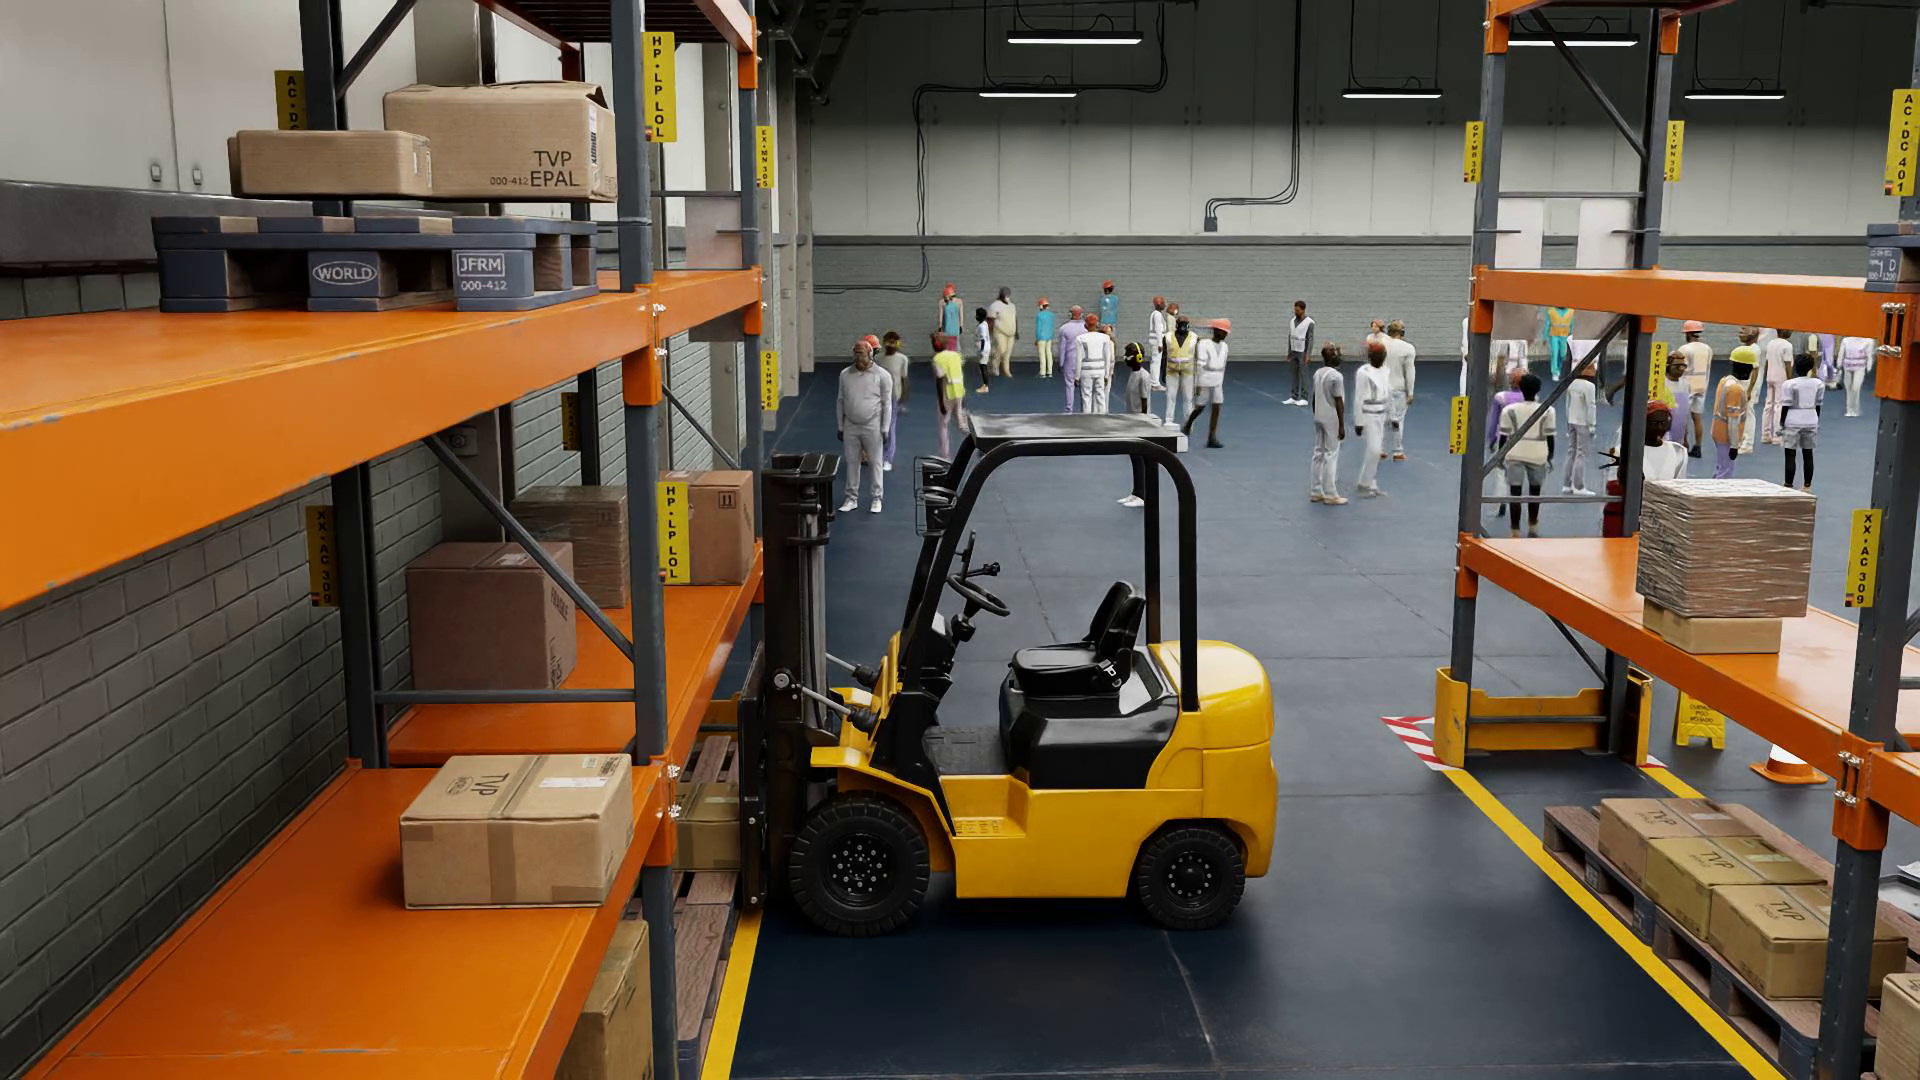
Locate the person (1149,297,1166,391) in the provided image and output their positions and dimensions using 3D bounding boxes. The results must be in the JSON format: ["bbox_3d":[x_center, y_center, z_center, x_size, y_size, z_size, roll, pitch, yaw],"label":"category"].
[{"bbox_3d":[3.995,-3.955,33.537,0.355,1.882,0.575,-1,10,-3],"label":"person"}]

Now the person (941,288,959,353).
[{"bbox_3d":[-0.230,-4.455,36.005,0.393,1.992,0.622,4,11,21],"label":"person"}]

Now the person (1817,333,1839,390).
[{"bbox_3d":[17.212,-3.850,33.153,0.571,1.809,0.552,7,13,36],"label":"person"}]

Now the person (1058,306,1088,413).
[{"bbox_3d":[1.958,-3.013,28.219,0.651,1.907,0.409,-3,11,-17],"label":"person"}]

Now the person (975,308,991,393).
[{"bbox_3d":[0.447,-3.754,32.961,0.320,1.693,0.537,0,10,2],"label":"person"}]

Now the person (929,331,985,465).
[{"bbox_3d":[-0.058,-1.862,22.096,0.758,1.810,0.600,7,12,34],"label":"person"}]

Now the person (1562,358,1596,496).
[{"bbox_3d":[7.355,-1.346,19.687,0.274,1.633,0.507,-2,10,-11],"label":"person"}]

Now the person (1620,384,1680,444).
[{"bbox_3d":[5.297,-0.251,12.802,0.591,1.911,0.490,-9,14,-42],"label":"person"}]

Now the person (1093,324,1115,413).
[{"bbox_3d":[2.370,-2.728,27.371,0.311,1.642,0.512,8,13,38],"label":"person"}]

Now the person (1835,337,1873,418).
[{"bbox_3d":[15.195,-2.888,28.345,0.680,1.617,0.520,-8,13,-38],"label":"person"}]

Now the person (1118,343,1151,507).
[{"bbox_3d":[1.990,-1.304,18.842,0.335,1.860,0.508,-2,10,-10],"label":"person"}]

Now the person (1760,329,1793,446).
[{"bbox_3d":[12.040,-2.303,24.438,0.345,1.846,0.507,-2,10,-12],"label":"person"}]

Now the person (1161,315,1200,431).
[{"bbox_3d":[3.491,-2.637,26.343,0.624,1.838,0.430,2,10,10],"label":"person"}]

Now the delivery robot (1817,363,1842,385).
[{"bbox_3d":[17.648,-3.399,33.875,0.477,0.478,0.707,0,10,2],"label":"delivery robot"}]

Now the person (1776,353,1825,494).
[{"bbox_3d":[9.828,-1.340,19.483,0.532,1.696,0.319,-2,10,-9],"label":"person"}]

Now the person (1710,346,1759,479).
[{"bbox_3d":[8.069,-1.069,17.386,0.402,1.913,0.590,3,11,17],"label":"person"}]

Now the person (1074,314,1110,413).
[{"bbox_3d":[2.029,-2.528,25.572,0.573,1.887,0.359,-3,11,-16],"label":"person"}]

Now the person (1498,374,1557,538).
[{"bbox_3d":[5.690,-0.830,16.732,0.551,1.661,0.760,3,11,16],"label":"person"}]

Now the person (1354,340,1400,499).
[{"bbox_3d":[4.853,-1.399,19.370,0.444,1.868,0.660,10,14,43],"label":"person"}]

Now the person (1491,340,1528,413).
[{"bbox_3d":[9.482,-2.921,28.535,0.856,1.593,0.542,4,11,22],"label":"person"}]

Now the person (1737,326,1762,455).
[{"bbox_3d":[11.068,-2.121,23.421,0.343,1.847,0.506,2,10,11],"label":"person"}]

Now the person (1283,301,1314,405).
[{"bbox_3d":[6.247,-3.433,30.537,0.392,1.915,0.587,-6,12,-30],"label":"person"}]

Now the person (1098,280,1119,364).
[{"bbox_3d":[3.605,-5.302,40.590,0.375,2.044,0.607,10,14,43],"label":"person"}]

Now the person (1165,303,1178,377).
[{"bbox_3d":[4.694,-4.443,36.947,0.285,1.632,0.501,2,10,13],"label":"person"}]

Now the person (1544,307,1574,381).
[{"bbox_3d":[12.990,-4.414,36.078,0.603,1.898,0.792,2,10,9],"label":"person"}]

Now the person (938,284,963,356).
[{"bbox_3d":[-0.226,-5.088,39.527,0.611,1.996,0.387,-2,10,-14],"label":"person"}]

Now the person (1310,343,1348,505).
[{"bbox_3d":[4.212,-1.320,18.958,0.345,1.847,0.507,-5,11,-25],"label":"person"}]

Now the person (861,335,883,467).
[{"bbox_3d":[-1.182,-1.850,22.168,0.336,1.749,0.575,1,10,5],"label":"person"}]

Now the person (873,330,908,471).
[{"bbox_3d":[-0.930,-1.820,21.742,0.524,1.846,0.425,3,11,15],"label":"person"}]

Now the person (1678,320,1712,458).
[{"bbox_3d":[10.127,-2.090,23.087,0.551,1.918,0.445,-4,11,-21],"label":"person"}]

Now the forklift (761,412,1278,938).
[{"bbox_3d":[0.291,0.548,7.580,2.313,2.155,1.214,0,10,-2],"label":"forklift"}]

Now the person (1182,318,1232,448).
[{"bbox_3d":[3.599,-2.302,24.309,0.625,1.886,0.794,-5,12,-28],"label":"person"}]

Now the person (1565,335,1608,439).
[{"bbox_3d":[9.518,-2.492,25.314,0.592,1.910,0.378,4,11,23],"label":"person"}]

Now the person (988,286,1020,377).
[{"bbox_3d":[0.988,-4.604,36.708,0.701,2.000,0.540,-9,14,-42],"label":"person"}]

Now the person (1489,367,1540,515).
[{"bbox_3d":[6.062,-1.071,18.226,0.526,1.624,0.701,4,11,20],"label":"person"}]

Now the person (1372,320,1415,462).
[{"bbox_3d":[5.901,-2.031,22.686,0.628,1.933,0.366,9,14,42],"label":"person"}]

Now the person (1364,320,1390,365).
[{"bbox_3d":[7.285,-3.031,29.070,0.311,1.636,0.523,-8,13,-38],"label":"person"}]

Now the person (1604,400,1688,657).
[{"bbox_3d":[4.863,-0.058,11.819,0.585,1.882,0.337,-1,10,-5],"label":"person"}]

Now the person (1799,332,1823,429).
[{"bbox_3d":[13.667,-2.718,26.761,0.390,1.840,0.565,3,11,16],"label":"person"}]

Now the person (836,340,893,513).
[{"bbox_3d":[-1.073,-1.246,18.375,0.638,1.909,0.408,3,11,16],"label":"person"}]

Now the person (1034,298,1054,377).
[{"bbox_3d":[1.838,-4.477,36.799,0.342,1.749,0.573,9,14,42],"label":"person"}]
